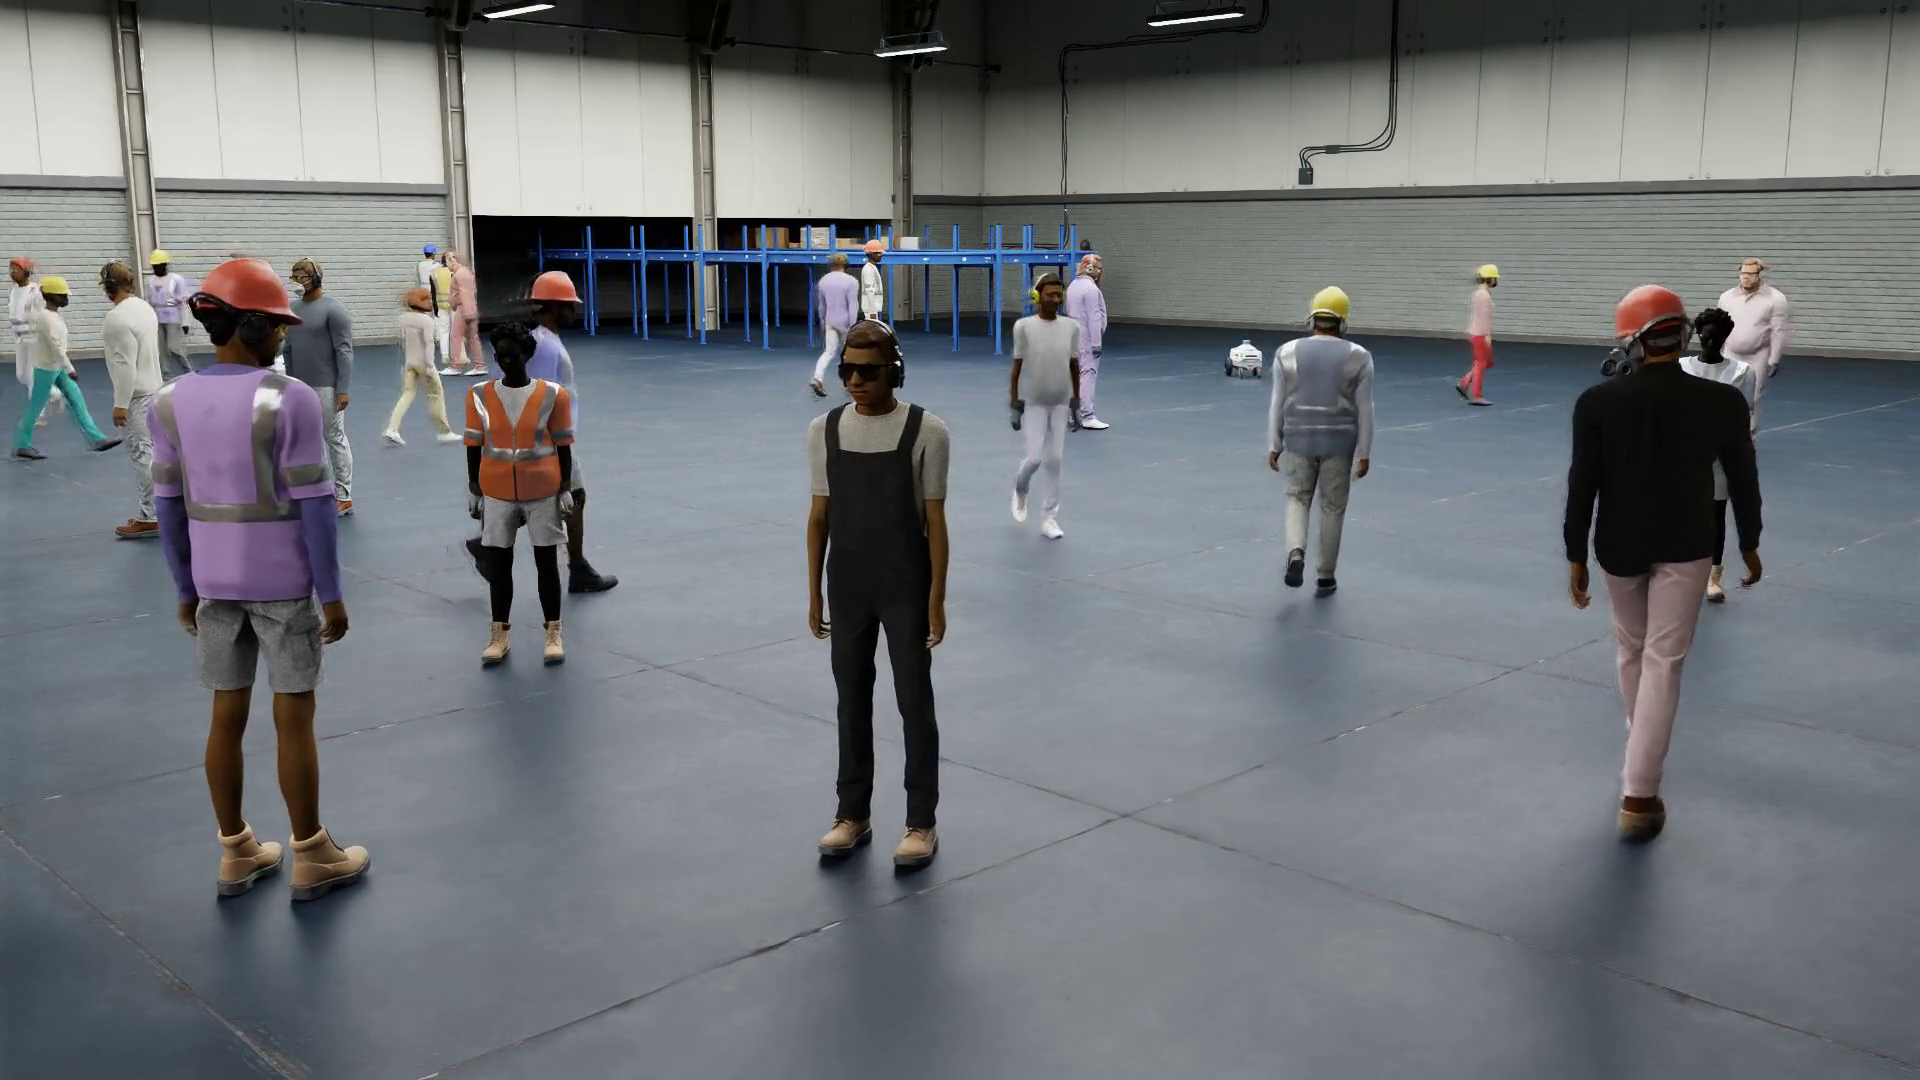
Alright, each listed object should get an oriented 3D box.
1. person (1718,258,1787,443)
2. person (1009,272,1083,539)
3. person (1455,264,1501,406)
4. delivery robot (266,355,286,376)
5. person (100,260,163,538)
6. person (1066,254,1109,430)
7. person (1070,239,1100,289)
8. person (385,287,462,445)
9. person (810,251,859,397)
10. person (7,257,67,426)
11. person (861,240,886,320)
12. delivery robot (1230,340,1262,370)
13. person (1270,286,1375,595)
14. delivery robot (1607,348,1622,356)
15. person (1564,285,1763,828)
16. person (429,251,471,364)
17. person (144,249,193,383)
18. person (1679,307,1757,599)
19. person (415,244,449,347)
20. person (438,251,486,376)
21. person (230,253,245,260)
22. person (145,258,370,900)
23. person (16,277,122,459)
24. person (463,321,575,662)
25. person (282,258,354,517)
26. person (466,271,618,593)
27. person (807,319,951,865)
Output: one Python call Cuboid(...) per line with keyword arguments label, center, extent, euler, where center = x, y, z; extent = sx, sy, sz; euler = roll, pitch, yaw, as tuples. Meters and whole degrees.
Cuboid(label="person", center=(7.556, -1.749, 15.992), extent=(0.647, 1.889, 0.521), euler=(8, 13, 38))
Cuboid(label="person", center=(0.602, -0.961, 11.781), extent=(0.514, 1.856, 0.505), euler=(-3, 11, -17))
Cuboid(label="person", center=(6.516, -2.556, 20.763), extent=(0.396, 1.754, 0.525), euler=(3, 11, 15))
Cuboid(label="delivery robot", center=(-9.386, -2.469, 23.407), extent=(0.707, 0.478, 0.477), euler=(-10, 14, -43))
Cuboid(label="person", center=(-5.831, -0.996, 11.747), extent=(0.374, 1.936, 0.627), euler=(-1, 10, -8))
Cuboid(label="person", center=(1.415, -2.183, 18.321), extent=(0.406, 1.902, 0.639), euler=(-4, 11, -19))
Cuboid(label="person", center=(2.939, -6.149, 39.673), extent=(0.703, 2.000, 0.901), euler=(-2, 11, -8))
Cuboid(label="person", center=(-5.517, -1.772, 16.902), extent=(0.506, 1.599, 0.822), euler=(7, 12, 33))
Cuboid(label="person", center=(-1.621, -2.823, 21.803), extent=(0.638, 1.911, 0.925), euler=(6, 12, 31))
Cuboid(label="person", center=(-10.344, -2.224, 18.627), extent=(0.582, 1.869, 0.626), euler=(5, 12, 26))
Cuboid(label="person", center=(-1.281, -3.443, 24.796), extent=(0.375, 2.043, 0.611), euler=(0, 10, -2))
Cuboid(label="delivery robot", center=(4.298, -2.762, 25.004), extent=(0.477, 0.478, 0.707), euler=(-1, 10, -4))
Cuboid(label="person", center=(2.114, -0.568, 9.729), extent=(0.609, 1.812, 0.470), euler=(4, 11, 20))
Cuboid(label="delivery robot", center=(10.110, -2.895, 25.019), extent=(0.698, 0.223, 0.335), euler=(-2, 11, -10))
Cuboid(label="person", center=(2.600, 0.032, 6.179), extent=(0.638, 1.923, 1.076), euler=(7, 13, 34))
Cuboid(label="person", center=(-8.417, -3.842, 27.526), extent=(0.633, 1.841, 0.429), euler=(1, 10, 3))
Cuboid(label="person", center=(-10.899, -3.026, 22.882), extent=(0.599, 1.917, 0.504), euler=(3, 11, 15))
Cuboid(label="person", center=(4.331, -0.505, 9.715), extent=(0.534, 1.698, 0.318), euler=(5, 11, 23))
Cuboid(label="person", center=(-10.083, -4.669, 31.740), extent=(0.605, 1.948, 0.391), euler=(4, 11, 18))
Cuboid(label="person", center=(-7.569, -3.400, 25.039), extent=(0.781, 1.867, 0.664), euler=(-2, 11, -9))
Cuboid(label="person", center=(-11.636, -3.737, 26.981), extent=(0.450, 1.827, 0.579), euler=(-5, 11, -25))
Cuboid(label="person", center=(-2.240, 0.130, 5.329), extent=(0.605, 2.037, 0.394), euler=(2, 11, 13))
Cuboid(label="person", center=(-8.567, -1.630, 15.810), extent=(0.956, 1.718, 0.527), euler=(-3, 11, -15))
Cuboid(label="person", center=(-2.173, -0.231, 8.226), extent=(0.540, 1.695, 0.317), euler=(-1, 10, -5))
Cuboid(label="person", center=(-4.863, -1.151, 12.580), extent=(0.635, 1.938, 0.361), euler=(5, 12, 26))
Cuboid(label="person", center=(-2.487, -0.623, 9.807), extent=(0.788, 1.913, 0.545), euler=(-4, 11, -19))
Cuboid(label="person", center=(-0.279, 0.179, 5.609), extent=(0.505, 1.840, 0.329), euler=(3, 11, 15))
